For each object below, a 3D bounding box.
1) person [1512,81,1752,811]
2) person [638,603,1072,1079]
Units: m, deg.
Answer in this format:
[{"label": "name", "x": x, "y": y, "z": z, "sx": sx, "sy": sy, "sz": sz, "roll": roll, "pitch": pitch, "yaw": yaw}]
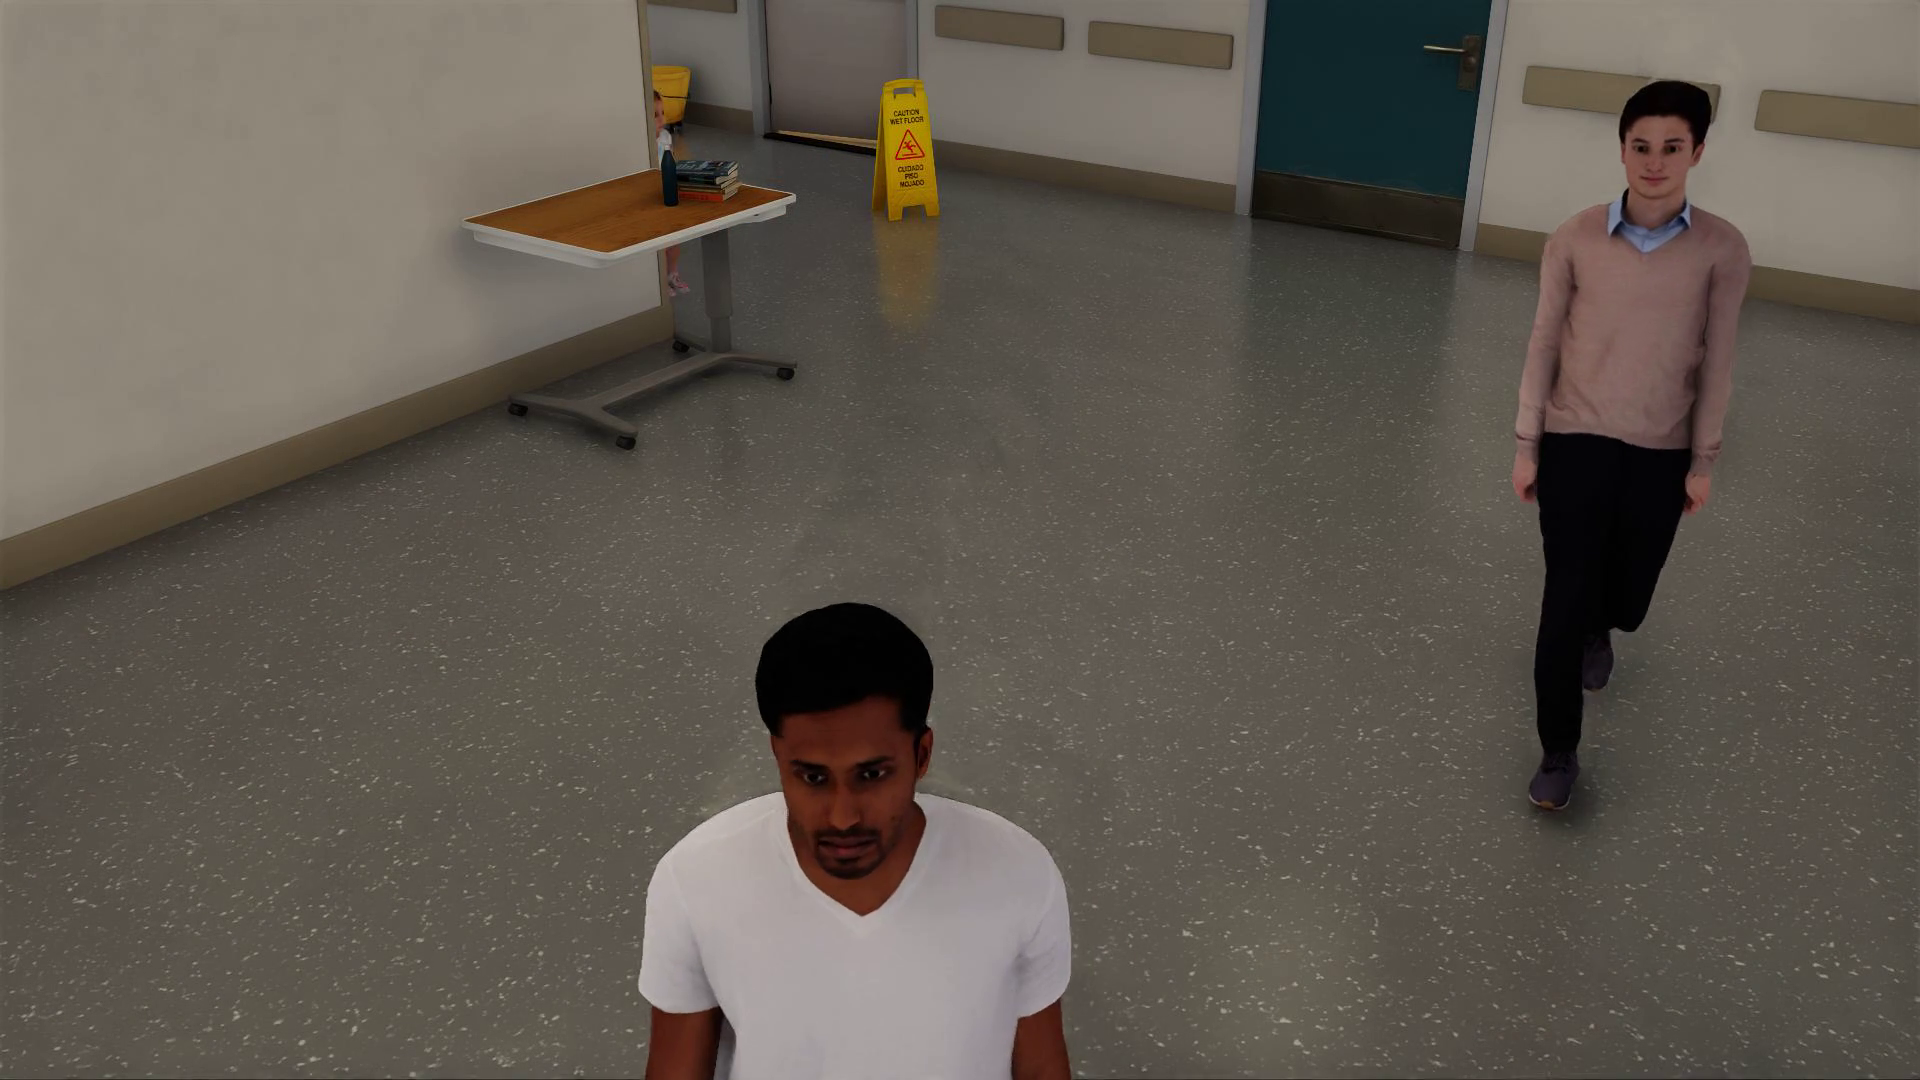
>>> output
[{"label": "person", "x": 1.637, "y": -0.229, "z": 4.134, "sx": 0.967, "sy": 1.791, "sz": 0.842, "roll": 10, "pitch": 27, "yaw": 19}, {"label": "person", "x": -0.101, "y": 0.806, "z": 2.099, "sx": 1.137, "sy": 1.695, "sz": 1.081, "roll": 2, "pitch": 26, "yaw": 4}]
